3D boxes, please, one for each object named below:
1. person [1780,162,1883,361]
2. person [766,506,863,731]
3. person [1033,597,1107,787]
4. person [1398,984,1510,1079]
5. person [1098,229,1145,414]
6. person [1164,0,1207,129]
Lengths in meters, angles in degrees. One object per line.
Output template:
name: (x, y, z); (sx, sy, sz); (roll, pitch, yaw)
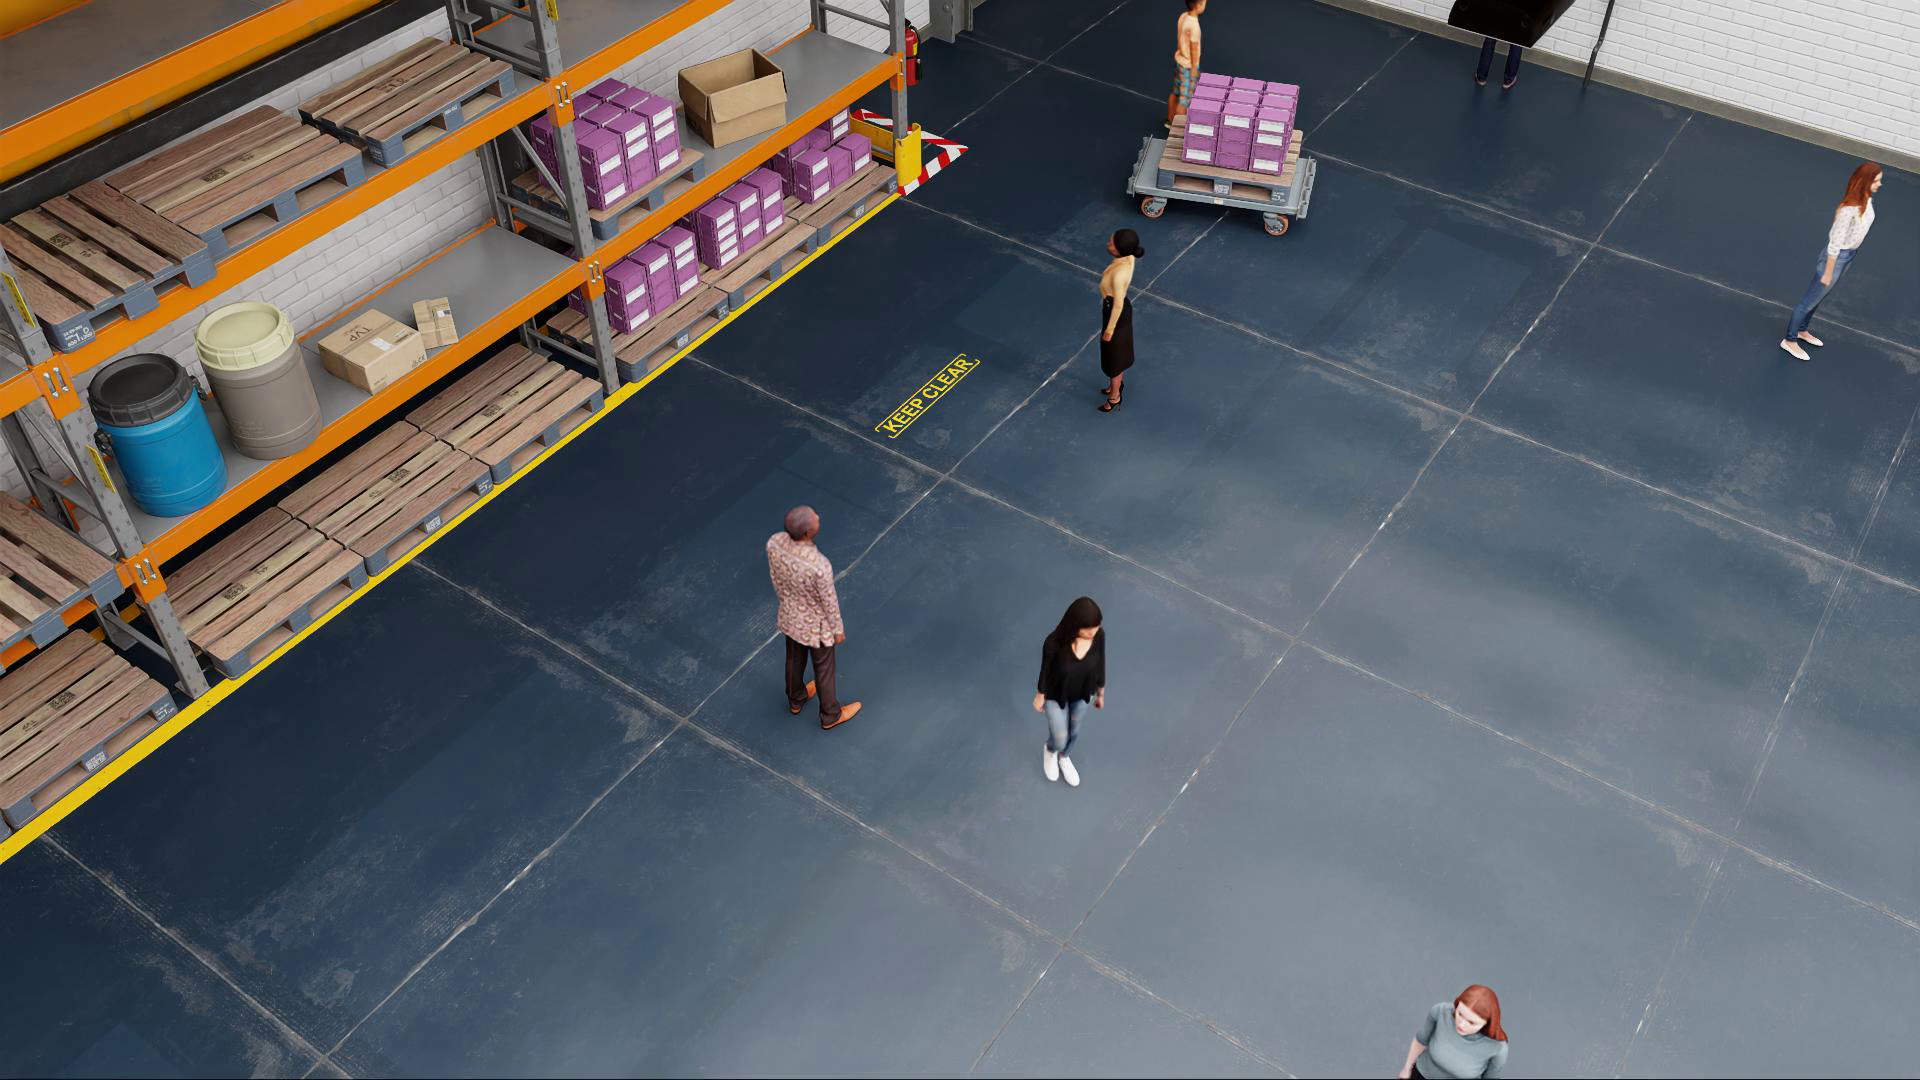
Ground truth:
person: (7.081, -2.281, 13.471); (0.667, 1.728, 0.502); (34, 53, 31)
person: (-0.960, 0.488, 10.506); (0.675, 1.808, 0.583); (28, 50, 26)
person: (0.641, 0.868, 10.234); (0.675, 1.633, 0.757); (-14, 45, -14)
person: (2.399, 2.698, 8.233); (0.594, 1.742, 0.562); (31, 52, 28)
person: (1.217, -1.712, 12.928); (0.705, 1.653, 0.586); (10, 44, 10)
person: (2.183, -4.628, 16.133); (0.649, 1.454, 0.600); (-10, 45, -10)
